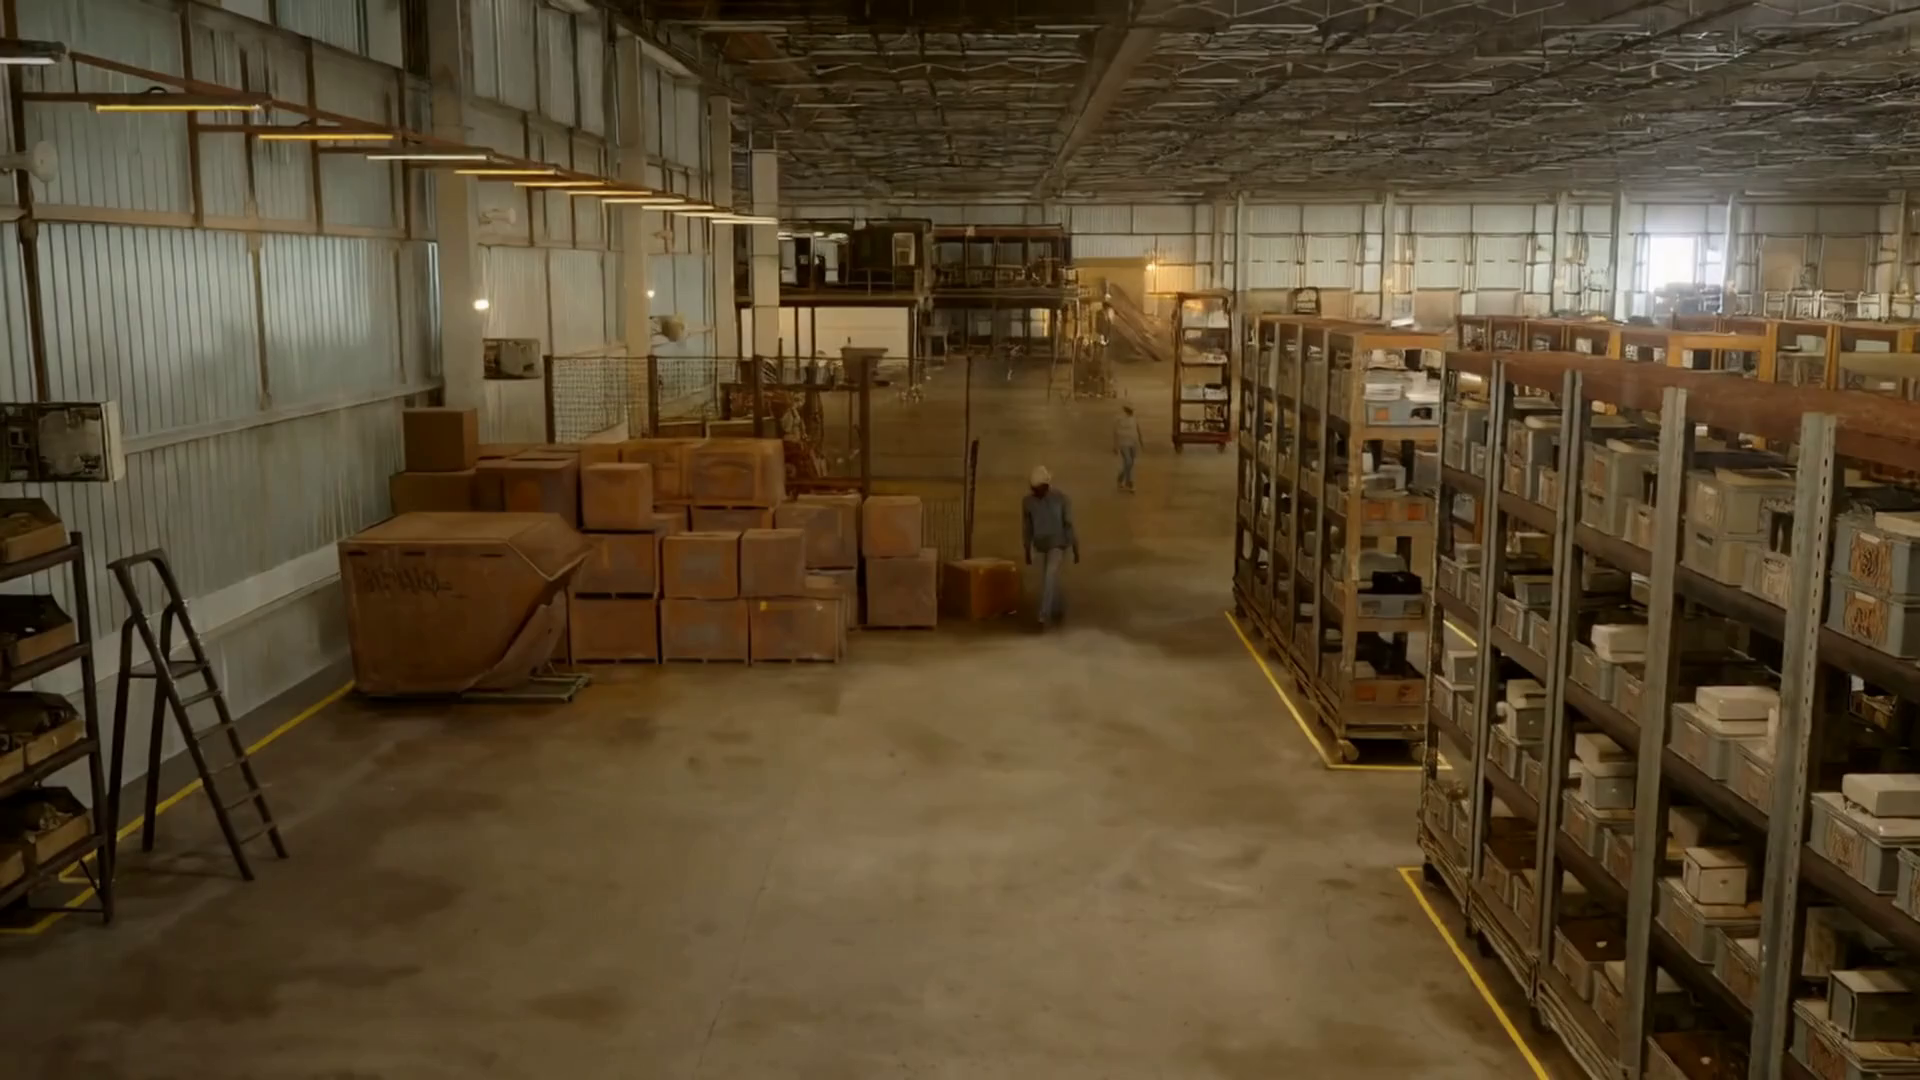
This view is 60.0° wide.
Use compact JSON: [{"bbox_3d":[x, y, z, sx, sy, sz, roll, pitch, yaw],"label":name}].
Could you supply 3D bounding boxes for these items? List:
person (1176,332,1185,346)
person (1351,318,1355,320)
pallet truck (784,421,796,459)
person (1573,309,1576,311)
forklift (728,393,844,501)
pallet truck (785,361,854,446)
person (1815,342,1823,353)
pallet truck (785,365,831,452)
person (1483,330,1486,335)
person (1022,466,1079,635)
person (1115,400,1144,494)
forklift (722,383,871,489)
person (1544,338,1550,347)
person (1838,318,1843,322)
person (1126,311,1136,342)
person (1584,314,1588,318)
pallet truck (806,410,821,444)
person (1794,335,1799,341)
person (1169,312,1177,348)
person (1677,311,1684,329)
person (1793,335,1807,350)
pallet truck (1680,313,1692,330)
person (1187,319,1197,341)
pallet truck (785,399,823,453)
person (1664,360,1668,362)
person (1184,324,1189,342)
[{"bbox_3d":[10.665,-9.817,80.355,0.580,1.834,0.358,-4,10,-25],"label":"person"},{"bbox_3d":[18.569,-9.547,78.598,0.598,1.848,0.863,7,11,37],"label":"person"},{"bbox_3d":[-4.013,-1.793,32.705,1.601,1.201,0.680,0,9,1],"label":"pallet truck"},{"bbox_3d":[34.261,-11.896,92.844,0.379,1.937,0.548,3,10,16],"label":"person"},{"bbox_3d":[-2.979,-1.316,26.476,2.680,1.987,1.157,0,9,1],"label":"forklift"},{"bbox_3d":[-3.410,-3.193,38.978,1.885,1.965,0.823,0,9,-1],"label":"pallet truck"},{"bbox_3d":[30.395,-6.193,58.686,0.742,1.604,0.510,1,9,9],"label":"person"},{"bbox_3d":[-3.774,-2.976,37.635,1.885,1.965,0.823,1,9,5],"label":"pallet truck"},{"bbox_3d":[26.681,-10.393,83.881,0.577,1.848,0.934,6,11,33],"label":"person"},{"bbox_3d":[1.030,0.081,19.053,0.649,1.922,1.016,6,11,32],"label":"person"},{"bbox_3d":[3.087,-1.759,30.933,0.522,1.738,0.831,-5,10,-28],"label":"person"},{"bbox_3d":[-2.893,-1.687,28.729,2.680,1.987,1.157,0,9,-1],"label":"forklift"},{"bbox_3d":[19.918,-5.935,56.407,0.403,1.827,0.600,8,12,42],"label":"person"},{"bbox_3d":[41.316,-9.474,78.134,0.515,1.865,0.329,4,10,25],"label":"person"},{"bbox_3d":[9.896,-12.226,95.270,0.799,1.812,0.597,4,10,25],"label":"person"},{"bbox_3d":[32.181,-10.687,85.548,0.422,1.898,0.646,-3,10,-15],"label":"person"},{"bbox_3d":[-3.559,-2.018,33.905,1.522,1.261,0.704,0,9,-1],"label":"pallet truck"},{"bbox_3d":[32.289,-7.280,64.330,0.653,1.950,0.625,2,9,10],"label":"person"},{"bbox_3d":[11.358,-11.140,88.236,0.391,1.920,0.587,-4,10,-24],"label":"person"},{"bbox_3d":[38.948,-11.422,89.948,0.585,1.929,0.371,-7,11,-36],"label":"person"},{"bbox_3d":[29.973,-6.427,59.411,1.026,1.840,0.639,-5,10,-26],"label":"person"},{"bbox_3d":[36.315,-10.531,84.244,0.823,1.965,1.885,-6,11,-33],"label":"pallet truck"},{"bbox_3d":[13.524,-12.470,96.812,0.625,1.800,0.648,-4,10,-22],"label":"person"},{"bbox_3d":[-3.814,-2.432,36.419,1.630,1.274,0.653,0,9,1],"label":"pallet truck"},{"bbox_3d":[17.769,-3.625,41.984,0.551,1.889,0.954,-2,9,-14],"label":"person"},{"bbox_3d":[12.918,-12.355,95.738,0.635,1.919,0.679,1,9,7],"label":"person"}]
